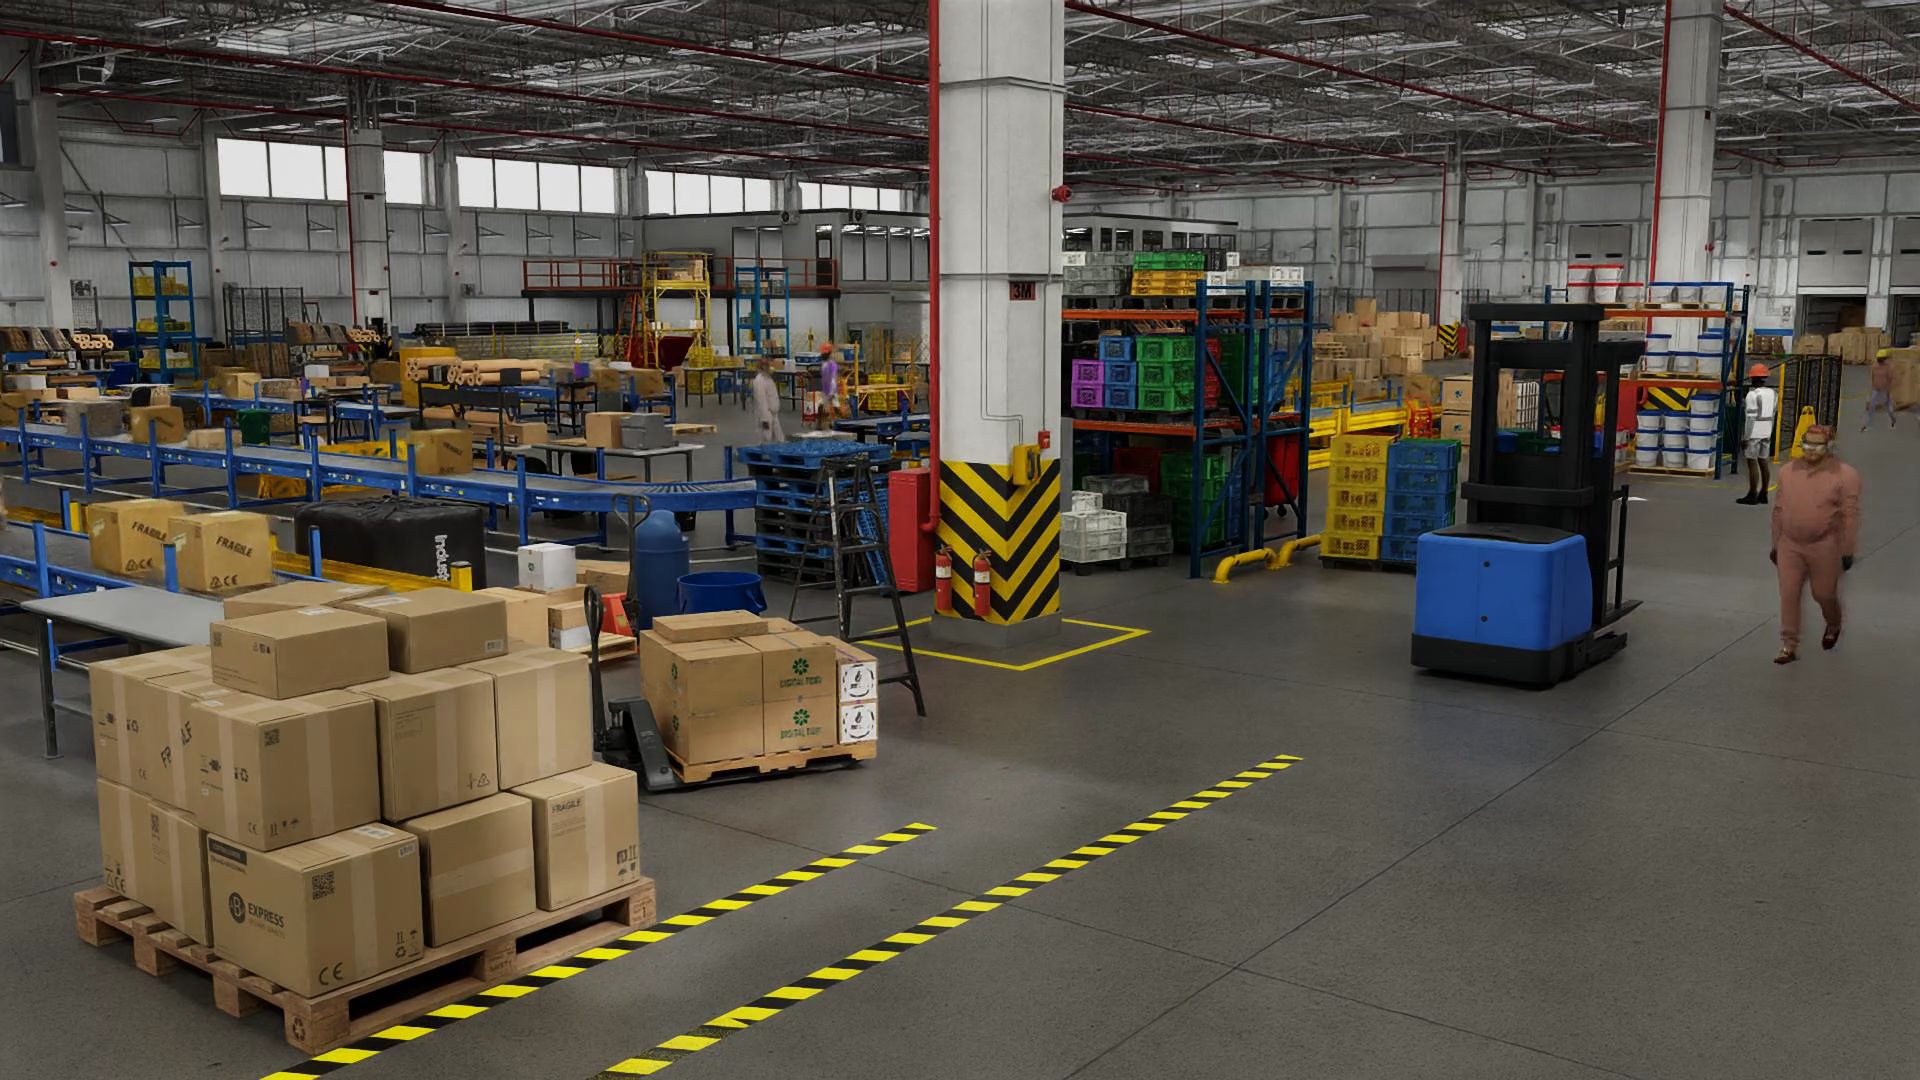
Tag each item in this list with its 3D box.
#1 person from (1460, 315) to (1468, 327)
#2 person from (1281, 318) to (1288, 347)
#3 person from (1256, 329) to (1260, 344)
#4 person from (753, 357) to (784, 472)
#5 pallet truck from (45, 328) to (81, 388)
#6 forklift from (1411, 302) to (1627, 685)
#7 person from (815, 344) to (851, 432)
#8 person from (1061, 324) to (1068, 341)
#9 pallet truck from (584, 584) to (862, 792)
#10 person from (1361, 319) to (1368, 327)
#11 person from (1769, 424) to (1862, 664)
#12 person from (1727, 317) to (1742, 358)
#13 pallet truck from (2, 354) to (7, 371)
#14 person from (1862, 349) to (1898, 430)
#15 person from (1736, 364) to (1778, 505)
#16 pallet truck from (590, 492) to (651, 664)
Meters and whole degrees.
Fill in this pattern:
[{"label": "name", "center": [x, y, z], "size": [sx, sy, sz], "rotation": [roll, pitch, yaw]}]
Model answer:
[{"label": "person", "center": [23.735, -9.726, 78.790], "size": [0.608, 1.904, 1.018], "rotation": [5, 10, 33]}, {"label": "person", "center": [17.140, -11.020, 87.746], "size": [0.553, 1.828, 0.636], "rotation": [3, 9, 19]}, {"label": "person", "center": [12.403, -8.161, 68.392], "size": [0.508, 1.846, 0.345], "rotation": [2, 9, 13]}, {"label": "person", "center": [-3.028, -1.942, 26.300], "size": [0.443, 1.889, 0.656], "rotation": [2, 9, 11]}, {"label": "pallet truck", "center": [-23.775, -4.544, 43.495], "size": [1.885, 1.965, 0.823], "rotation": [6, 10, 35]}, {"label": "forklift", "center": [4.379, -0.438, 12.852], "size": [1.129, 2.768, 1.873], "rotation": [7, 11, 37]}, {"label": "person", "center": [-2.584, -3.041, 33.742], "size": [0.954, 1.900, 0.552], "rotation": [-6, 10, -34]}, {"label": "person", "center": [3.489, -6.720, 58.609], "size": [0.606, 1.859, 0.774], "rotation": [3, 9, 21]}, {"label": "pallet truck", "center": [-1.426, 0.805, 10.019], "size": [1.601, 1.201, 0.680], "rotation": [-4, 9, -26]}, {"label": "person", "center": [15.281, -7.356, 62.701], "size": [0.541, 1.924, 0.571], "rotation": [-4, 9, -25]}, {"label": "person", "center": [6.732, 0.023, 13.102], "size": [0.728, 1.886, 0.650], "rotation": [-8, 12, -43]}, {"label": "person", "center": [33.013, -8.622, 71.181], "size": [1.022, 1.948, 0.594], "rotation": [-1, 8, -6]}, {"label": "pallet truck", "center": [-24.881, -4.417, 42.634], "size": [1.885, 1.965, 0.823], "rotation": [8, 11, 41]}, {"label": "person", "center": [19.580, -3.183, 35.234], "size": [0.867, 1.733, 0.533], "rotation": [-4, 9, -23]}, {"label": "person", "center": [10.925, -1.448, 22.826], "size": [0.551, 1.934, 0.373], "rotation": [-5, 10, -28]}, {"label": "pallet truck", "center": [-3.115, 0.344, 12.883], "size": [0.653, 1.274, 1.630], "rotation": [7, 11, 37]}]
